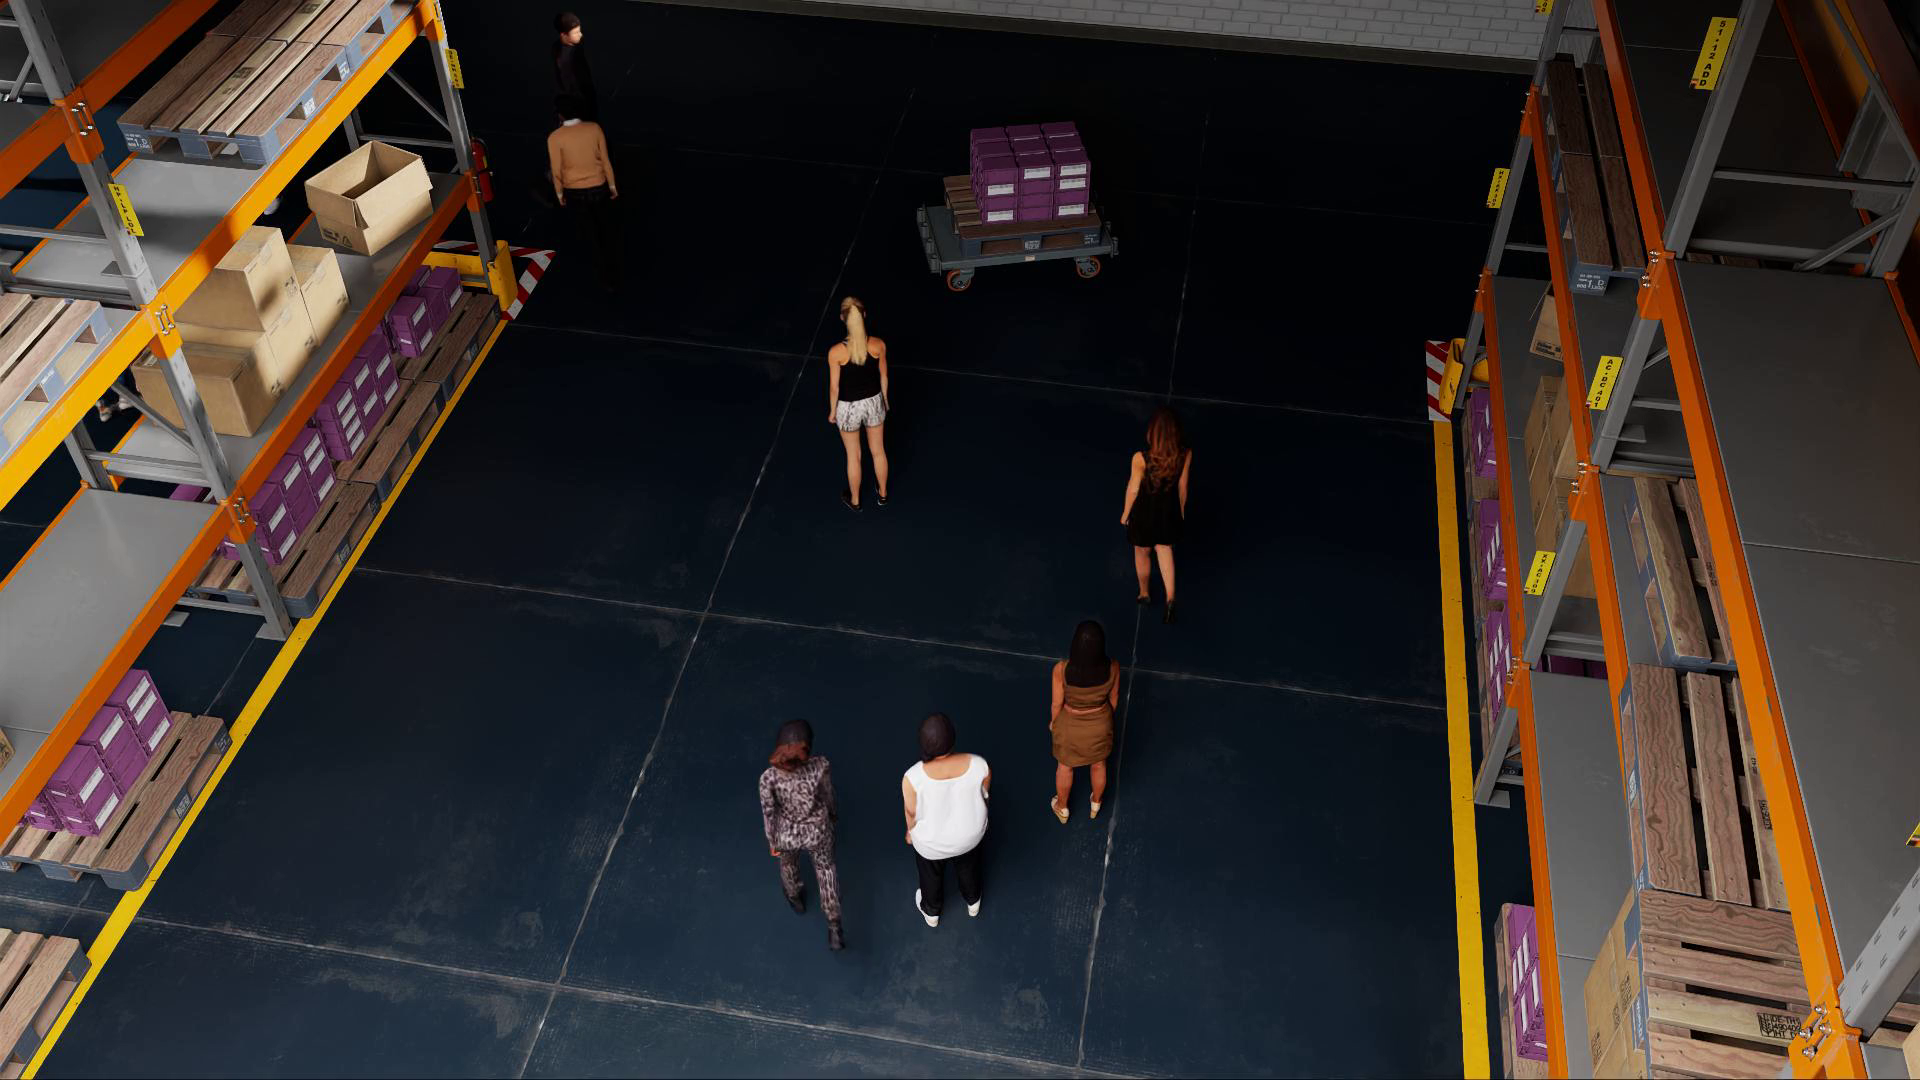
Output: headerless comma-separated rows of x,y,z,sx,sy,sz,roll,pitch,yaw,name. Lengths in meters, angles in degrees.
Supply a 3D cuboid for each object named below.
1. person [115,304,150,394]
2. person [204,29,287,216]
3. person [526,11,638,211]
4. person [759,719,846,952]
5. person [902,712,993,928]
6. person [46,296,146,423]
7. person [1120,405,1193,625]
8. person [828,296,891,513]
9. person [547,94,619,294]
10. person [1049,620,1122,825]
-5.945,-1.133,12.257,0.612,1.548,0.659,13,45,13,person
-6.422,-3.752,14.859,0.645,1.751,0.624,17,46,17,person
-3.496,-3.753,14.756,1.109,1.894,1.266,-10,44,-10,person
-0.841,1.665,9.211,0.847,1.698,1.041,-14,45,-14,person
-0.081,1.571,9.318,0.738,1.686,0.737,-8,44,-9,person
-6.732,-1.505,12.706,0.667,1.467,0.682,18,47,18,person
1.309,-0.093,10.966,0.787,1.822,0.912,-11,45,-12,person
-0.707,-0.966,11.862,0.692,1.851,0.691,-13,45,-13,person
-3.123,-2.885,13.982,1.126,1.704,1.246,-20,47,-19,person
0.729,1.087,9.823,0.618,1.690,0.605,-6,44,-7,person
